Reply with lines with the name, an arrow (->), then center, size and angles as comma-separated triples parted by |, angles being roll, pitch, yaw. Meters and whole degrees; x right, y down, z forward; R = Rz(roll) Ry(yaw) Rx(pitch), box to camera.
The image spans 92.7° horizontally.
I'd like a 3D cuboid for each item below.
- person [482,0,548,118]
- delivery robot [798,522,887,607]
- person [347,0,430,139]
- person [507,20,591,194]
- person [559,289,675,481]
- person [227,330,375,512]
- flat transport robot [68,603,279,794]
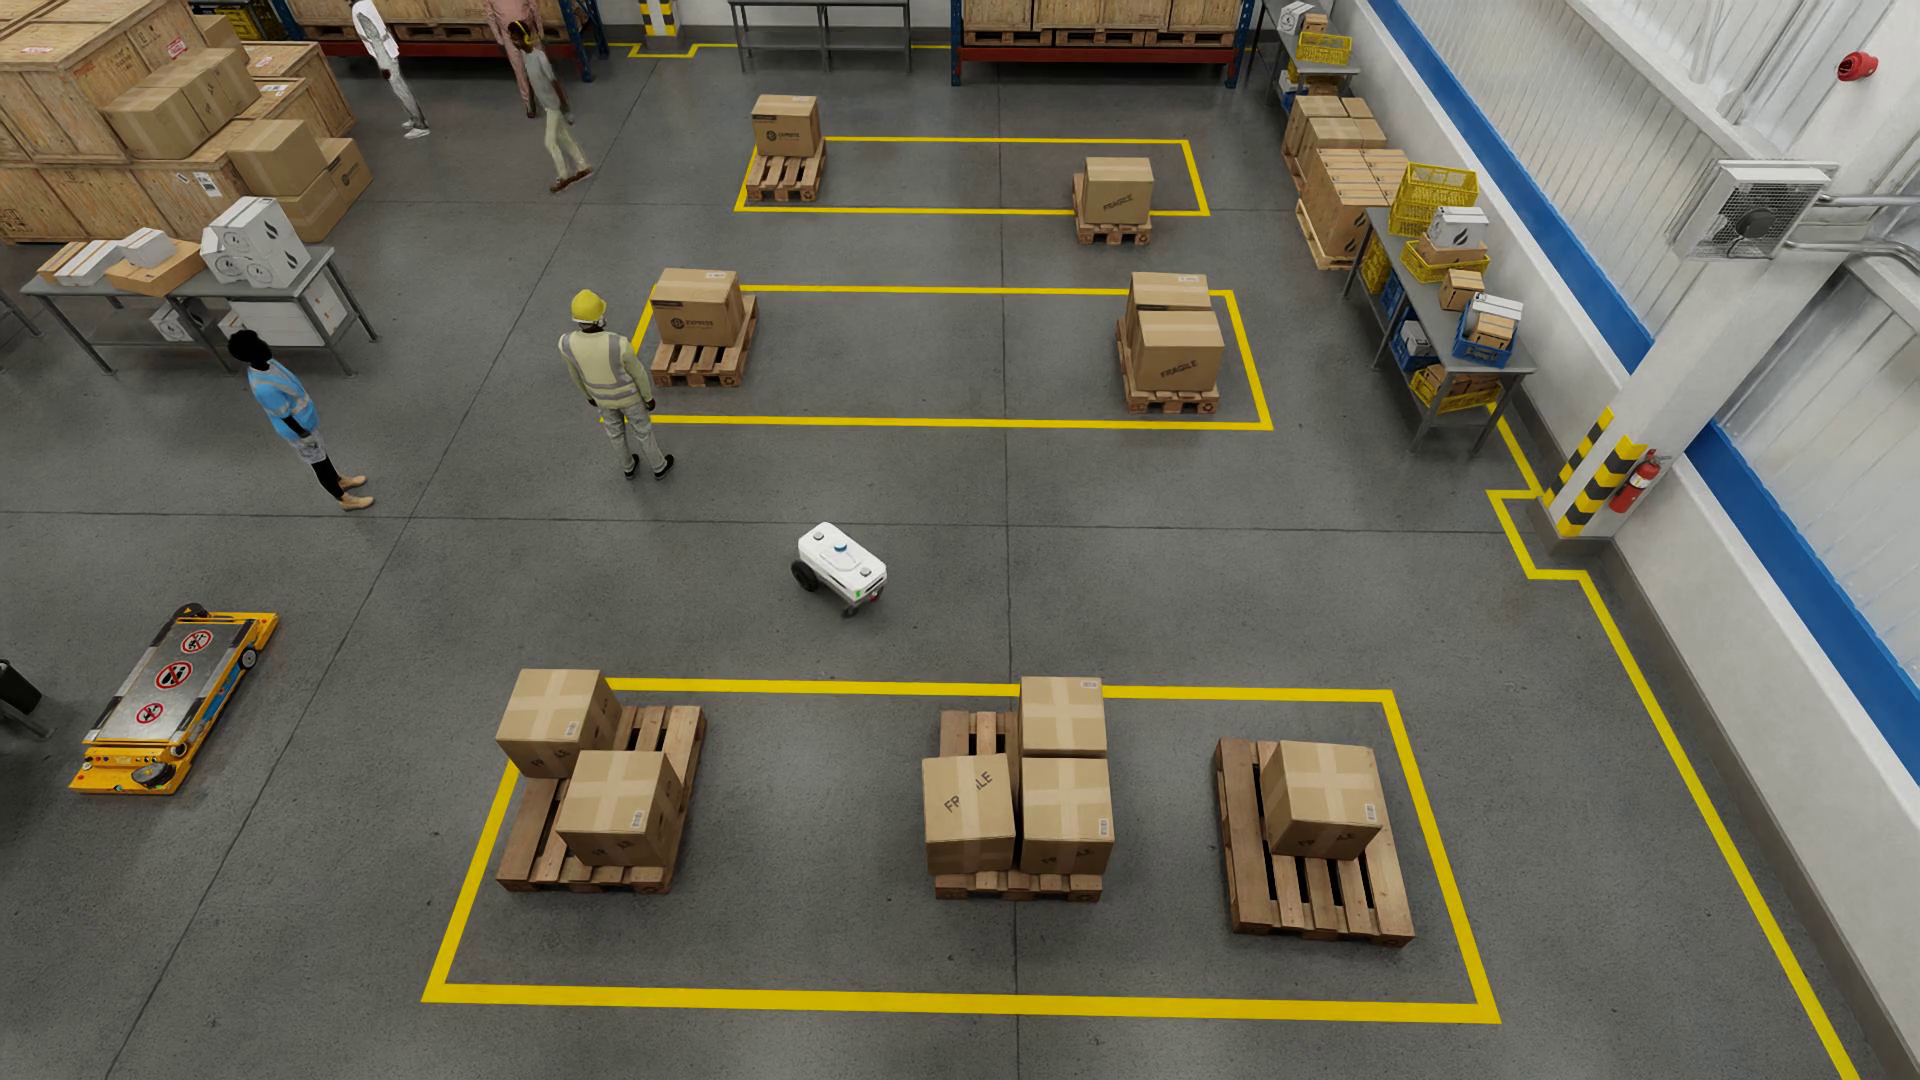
person -> -5.632, -6.451, 11.744 | 0.639, 1.909, 0.409 | -20, 53, -16
delivery robot -> -0.888, 0.173, 6.959 | 0.707, 0.478, 0.477 | 35, 58, 26
person -> -7.134, -6.003, 11.358 | 0.383, 1.916, 0.591 | -18, 52, -15
person -> -4.795, -4.928, 10.495 | 0.755, 1.842, 0.545 | -35, 58, -26
person -> -2.742, -1.195, 7.344 | 0.592, 1.833, 0.404 | 3, 50, 3
person -> -5.183, -0.924, 7.202 | 0.321, 1.697, 0.530 | -24, 54, -19
flat transport robot -> -5.504, 1.072, 6.442 | 0.652, 0.197, 1.431 | 1, 50, 1
